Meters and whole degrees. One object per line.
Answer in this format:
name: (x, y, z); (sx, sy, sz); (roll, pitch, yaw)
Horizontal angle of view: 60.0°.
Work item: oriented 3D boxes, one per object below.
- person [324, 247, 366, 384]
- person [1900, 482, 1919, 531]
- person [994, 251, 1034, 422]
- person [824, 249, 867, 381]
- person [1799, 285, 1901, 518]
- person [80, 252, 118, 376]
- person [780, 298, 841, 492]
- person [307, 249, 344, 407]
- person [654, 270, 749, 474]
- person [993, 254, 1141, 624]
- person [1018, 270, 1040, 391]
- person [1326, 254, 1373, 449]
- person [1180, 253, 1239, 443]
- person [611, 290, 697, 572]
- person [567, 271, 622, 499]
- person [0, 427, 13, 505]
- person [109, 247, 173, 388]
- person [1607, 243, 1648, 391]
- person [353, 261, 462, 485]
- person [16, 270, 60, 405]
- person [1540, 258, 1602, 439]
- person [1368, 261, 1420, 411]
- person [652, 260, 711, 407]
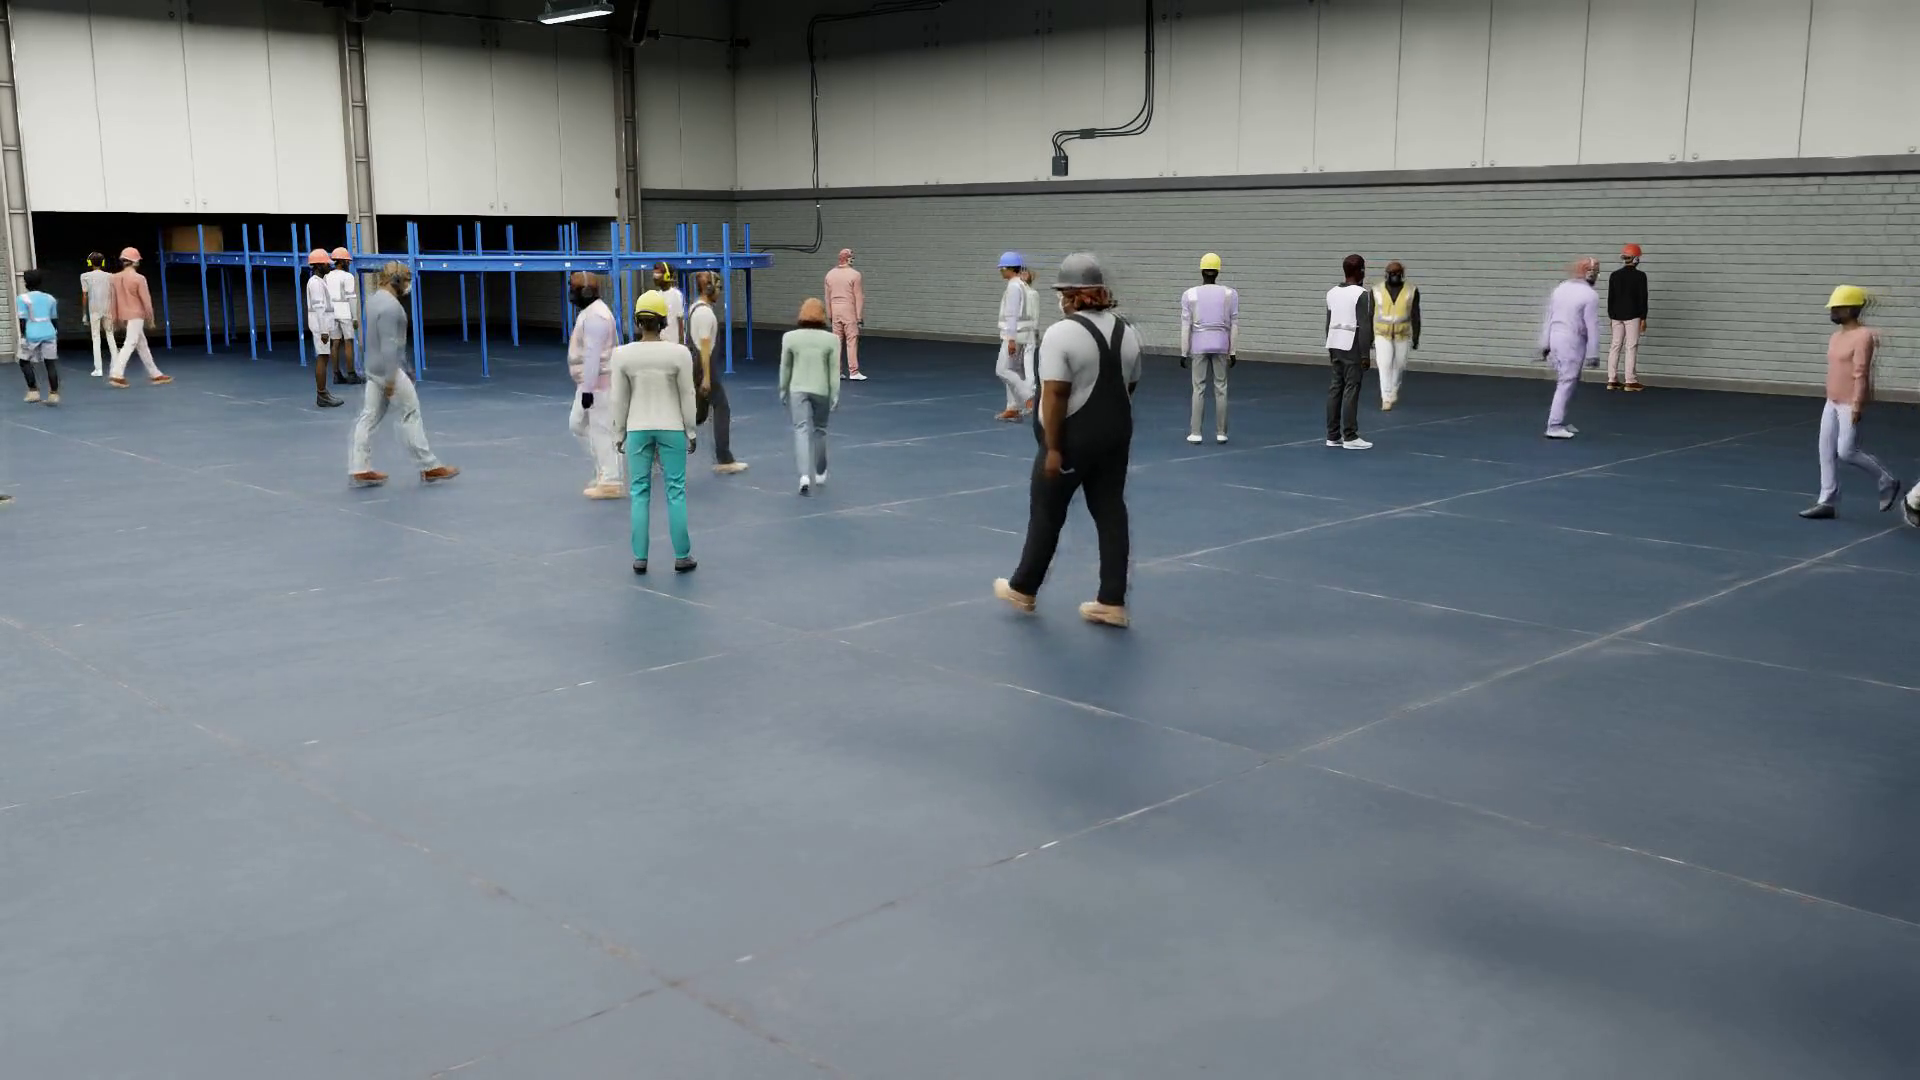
person: (-8.824, -3.202, 23.780); (0.547, 1.934, 0.375); (4, 11, 23)
person: (7.014, -0.891, 11.571); (0.624, 1.799, 0.545); (-4, 11, -23)
person: (0.622, -2.305, 18.893); (0.470, 1.927, 0.632); (1, 10, 6)
person: (-1.660, -3.294, 24.357); (0.643, 1.910, 0.400); (7, 12, 33)
person: (6.671, -1.020, 12.377); (0.574, 1.747, 0.526); (0, 10, -2)
person: (-12.998, -3.415, 25.142); (0.322, 1.865, 0.507); (10, 14, 43)
person: (-1.248, -1.217, 13.886); (0.512, 1.593, 0.827); (-1, 10, -5)
person: (-7.931, -2.647, 20.742); (0.362, 1.938, 0.545); (-4, 11, -22)
person: (-2.338, -1.485, 14.765); (0.798, 1.812, 0.516); (-4, 11, -23)
person: (0.597, -0.562, 9.206); (0.710, 2.000, 0.932); (-8, 13, -38)
person: (0.894, -2.877, 22.807); (0.315, 1.641, 0.514); (-9, 14, -41)
person: (3.875, -1.882, 16.623); (0.391, 1.920, 0.587); (-5, 12, -26)
person: (2.537, -1.952, 16.980); (0.585, 1.928, 0.370); (0, 10, -1)
person: (-1.916, -0.678, 10.474); (0.523, 1.769, 0.315); (0, 10, -1)
person: (-2.951, -1.251, 13.439); (0.444, 1.824, 0.646); (-3, 11, -17)
person: (-7.692, -1.202, 12.828); (0.637, 1.943, 0.661); (5, 11, 24)
person: (-11.594, -3.122, 23.328); (0.636, 1.946, 1.046); (5, 12, 27)
person: (9.161, -3.056, 22.809); (0.376, 1.997, 0.612); (-6, 12, -30)
person: (-4.753, -1.413, 14.140); (0.975, 1.884, 0.669); (-6, 12, -28)
person: (-11.548, -2.529, 20.780); (0.571, 1.676, 0.553); (5, 12, 25)
person: (6.430, -1.996, 17.367); (0.611, 1.874, 0.689); (-2, 11, -13)
person: (5.346, -2.539, 20.536); (0.626, 1.816, 0.861); (2, 11, 11)
person: (-3.093, -2.133, 18.219); (0.770, 1.848, 0.524); (-7, 13, -34)
